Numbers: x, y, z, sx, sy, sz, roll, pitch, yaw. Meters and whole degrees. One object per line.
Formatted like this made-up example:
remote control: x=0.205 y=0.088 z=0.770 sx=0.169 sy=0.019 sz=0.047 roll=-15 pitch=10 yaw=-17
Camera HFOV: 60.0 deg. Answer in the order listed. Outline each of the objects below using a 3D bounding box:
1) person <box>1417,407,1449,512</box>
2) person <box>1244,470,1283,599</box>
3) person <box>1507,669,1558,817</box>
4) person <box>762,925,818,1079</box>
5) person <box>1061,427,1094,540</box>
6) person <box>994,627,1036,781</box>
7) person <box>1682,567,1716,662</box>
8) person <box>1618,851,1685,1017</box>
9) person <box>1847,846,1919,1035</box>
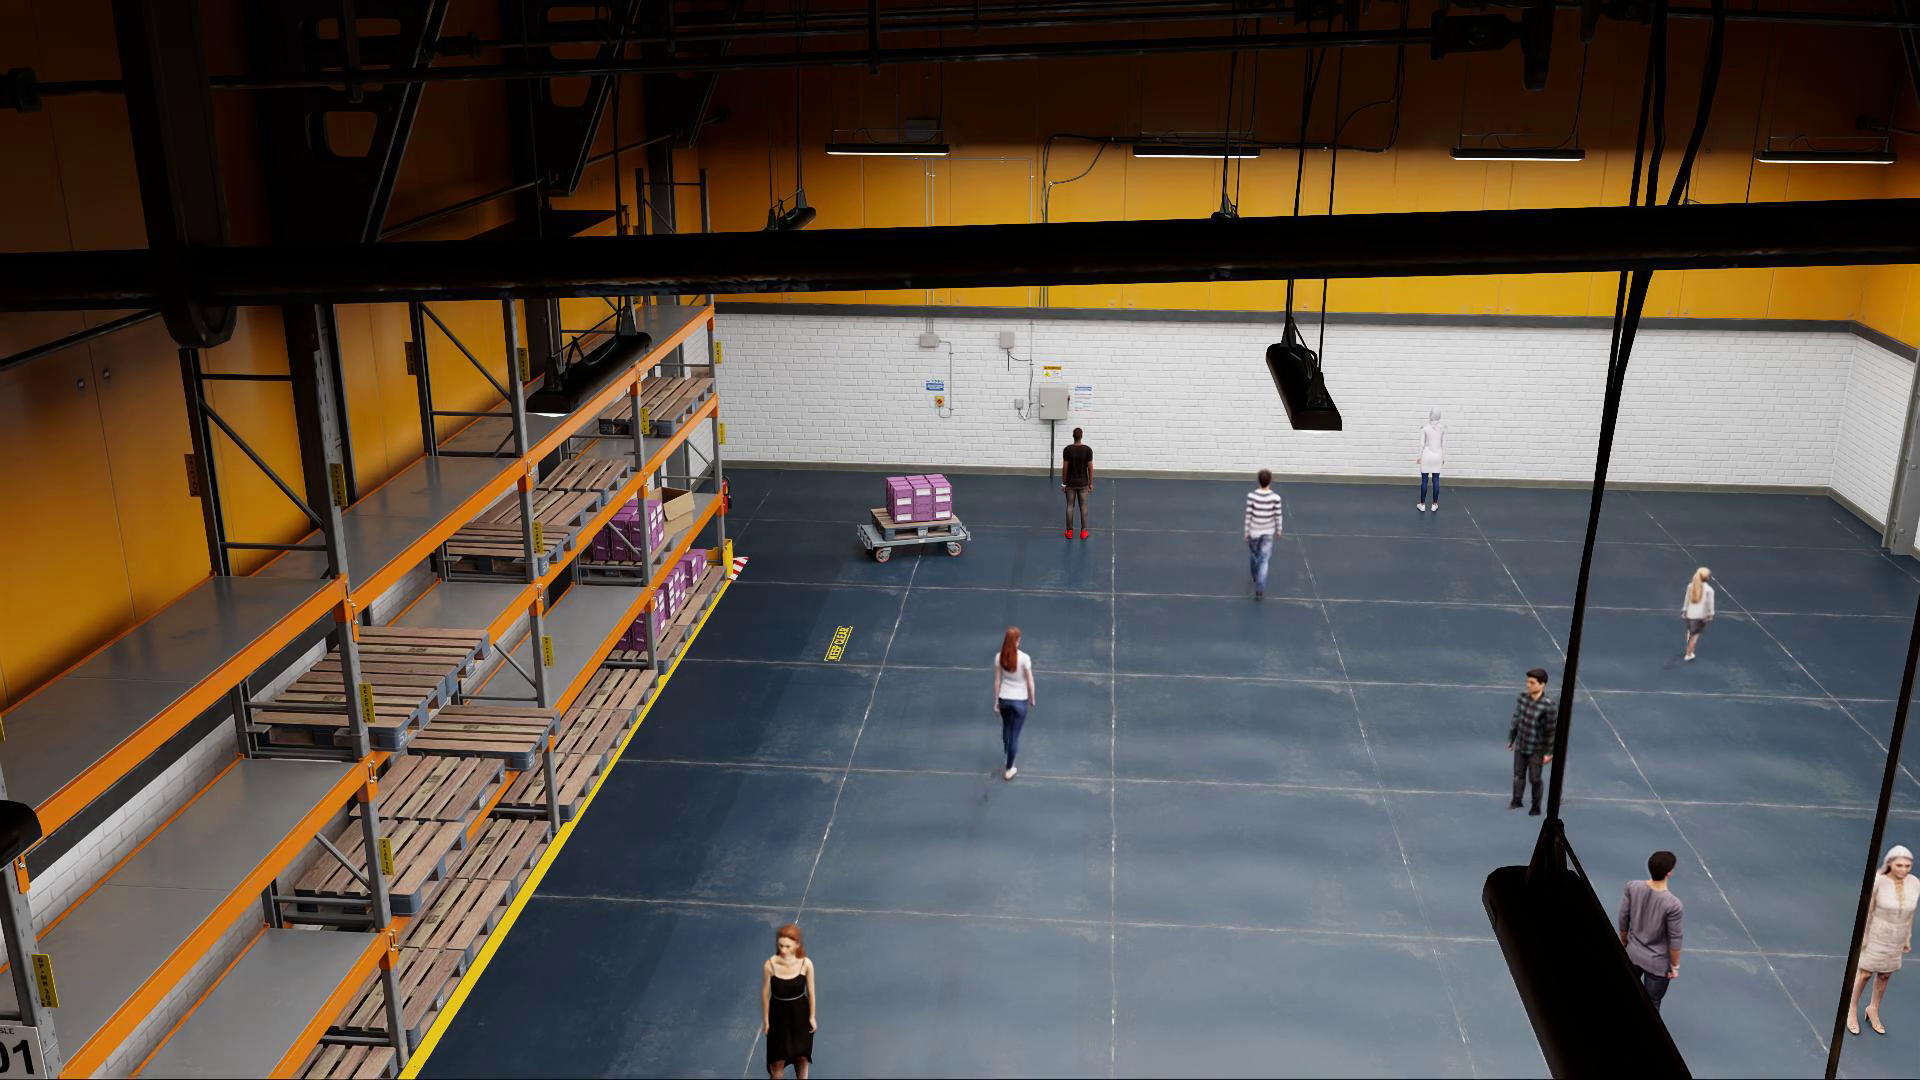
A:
person: x=7.902 y=-1.361 z=27.862 sx=0.610 sy=1.775 sz=0.520 roll=2 pitch=19 yaw=6
person: x=4.343 y=-0.049 z=23.927 sx=0.807 sy=1.799 sz=1.222 roll=5 pitch=19 yaw=14
person: x=6.119 y=2.157 z=17.742 sx=0.801 sy=1.715 sz=0.726 roll=-12 pitch=22 yaw=-31
person: x=-1.331 y=3.722 z=13.001 sx=0.616 sy=1.625 sz=0.620 roll=-2 pitch=19 yaw=-6
person: x=1.857 y=-0.913 z=26.486 sx=0.656 sy=1.804 sz=0.522 roll=1 pitch=19 yaw=2
person: x=0.560 y=1.843 z=18.444 sx=0.689 sy=1.714 sz=0.887 roll=7 pitch=20 yaw=20
person: x=9.602 y=0.976 z=21.728 sx=0.743 sy=1.261 sz=0.683 roll=-15 pitch=24 yaw=-37
person: x=5.642 y=3.387 z=13.642 sx=0.799 sy=1.852 sz=0.723 roll=-14 pitch=23 yaw=-35
person: x=7.744 y=3.346 z=13.946 sx=0.612 sy=1.735 sz=0.560 roll=0 pitch=19 yaw=0
